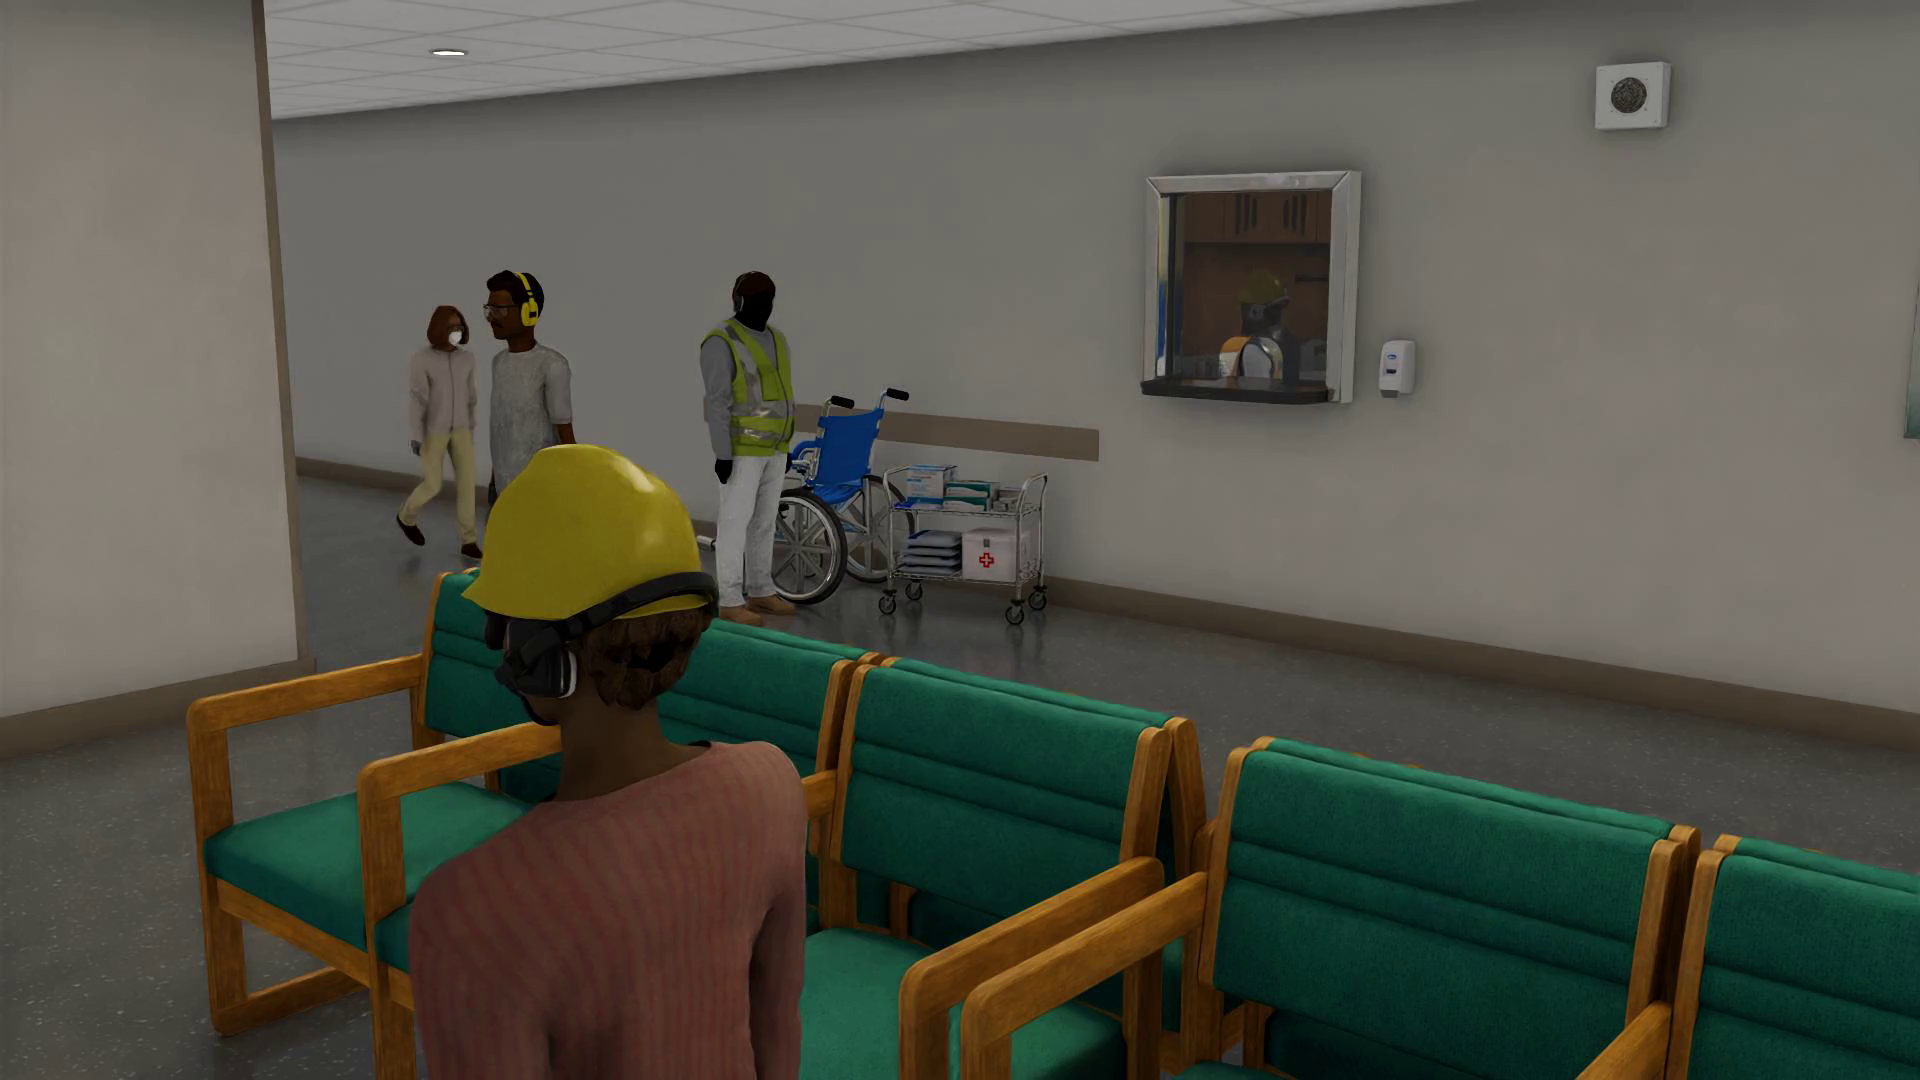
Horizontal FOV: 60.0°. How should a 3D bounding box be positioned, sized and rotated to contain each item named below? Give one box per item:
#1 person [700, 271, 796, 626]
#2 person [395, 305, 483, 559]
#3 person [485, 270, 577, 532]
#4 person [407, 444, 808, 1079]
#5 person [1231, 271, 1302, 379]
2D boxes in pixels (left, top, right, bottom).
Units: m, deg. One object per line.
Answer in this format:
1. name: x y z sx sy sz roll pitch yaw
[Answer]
1. person: -1.074 -0.477 8.705 0.429 1.839 0.634 5 11 28
2. person: -3.318 -0.691 10.568 0.665 1.607 0.517 8 13 39
3. person: -1.776 -0.156 6.794 0.532 1.871 0.321 8 13 39
4. person: -0.354 0.782 1.748 0.313 1.769 0.523 6 12 31
5. person: 1.618 -0.527 9.005 0.404 1.832 0.600 5 11 28
